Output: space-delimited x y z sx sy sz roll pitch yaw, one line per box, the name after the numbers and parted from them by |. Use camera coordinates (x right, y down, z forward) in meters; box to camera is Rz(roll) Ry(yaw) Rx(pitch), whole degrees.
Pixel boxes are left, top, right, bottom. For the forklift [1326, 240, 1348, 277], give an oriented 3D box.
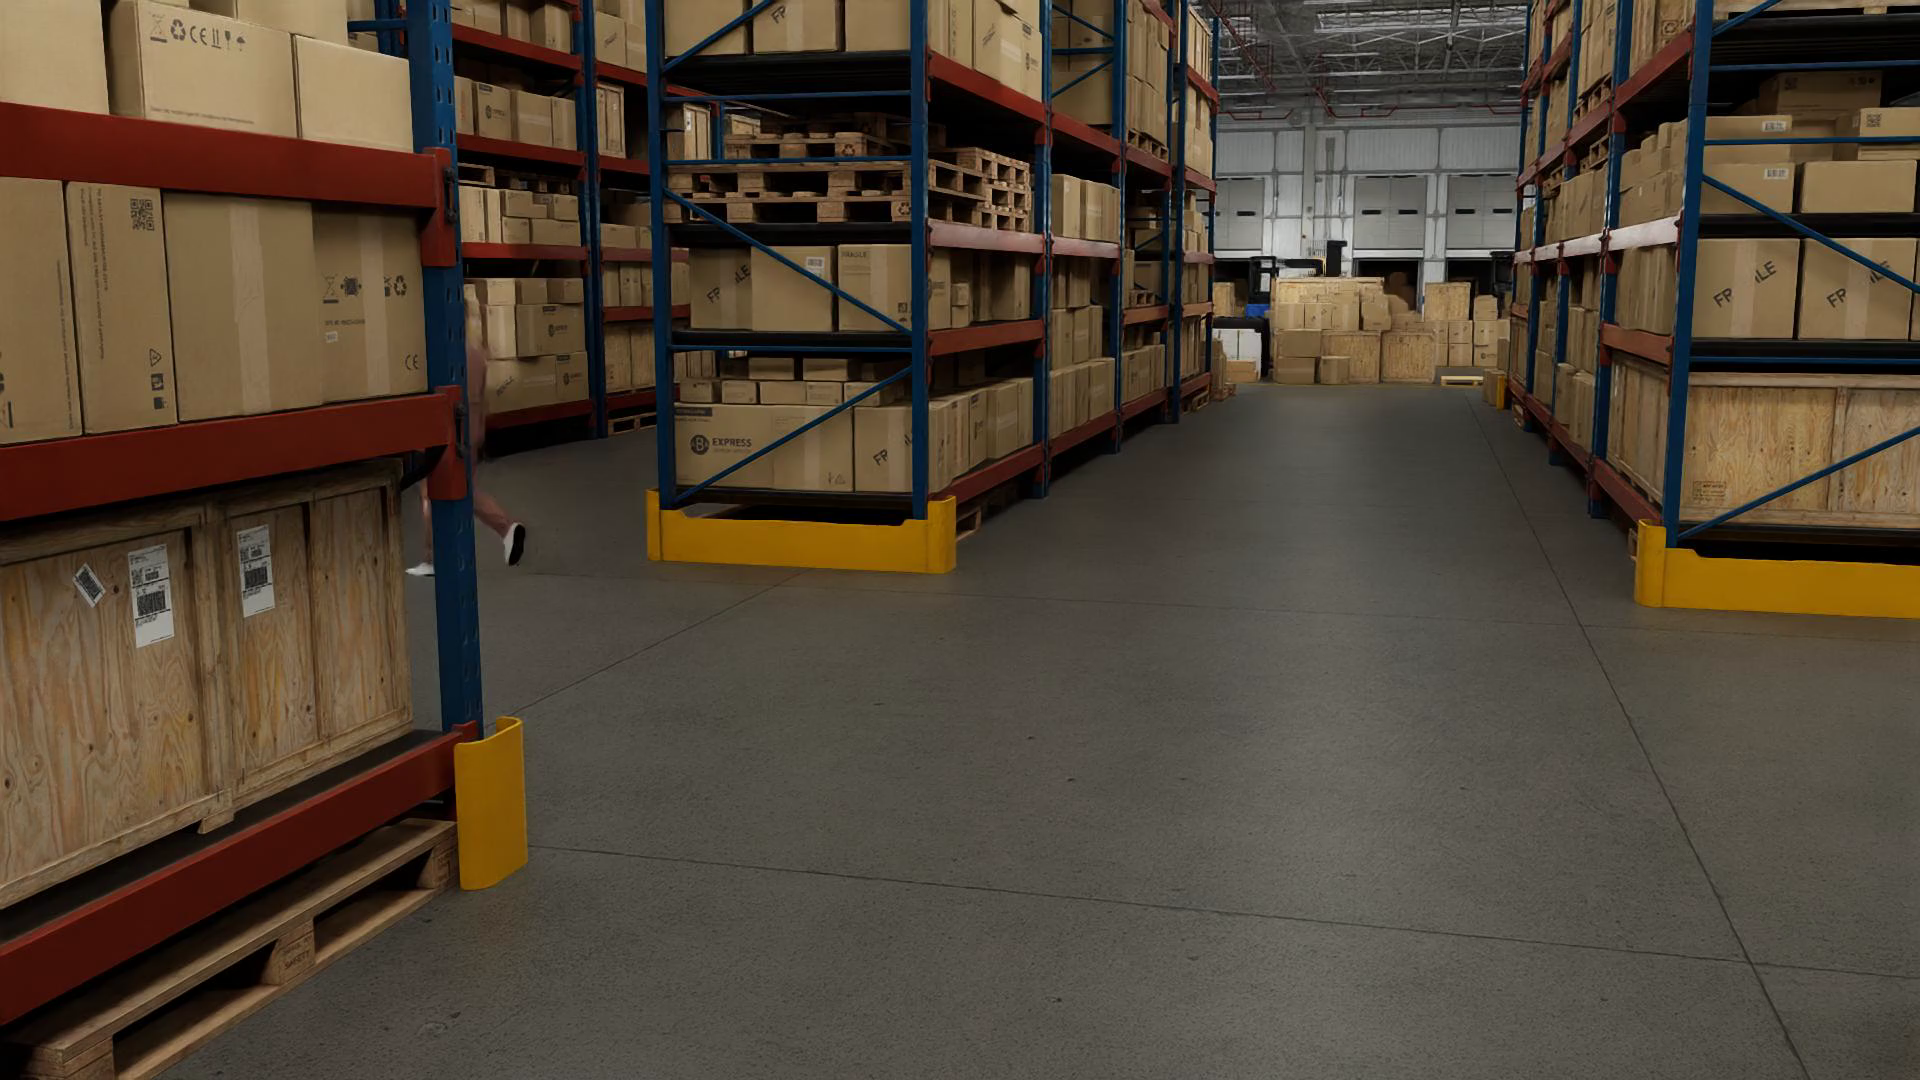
8.059 -5.052 35.868 1.873 2.768 1.129 2 9 14 | forklift

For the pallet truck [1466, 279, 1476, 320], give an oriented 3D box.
18.896 -8.459 60.307 1.885 1.965 0.823 5 10 31 | pallet truck

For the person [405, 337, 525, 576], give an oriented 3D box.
-3.395 -0.677 11.242 0.731 1.878 0.664 2 9 15 | person

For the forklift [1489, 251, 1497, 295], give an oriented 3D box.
16.070 -7.134 49.097 1.129 2.768 1.873 -1 9 -4 | forklift

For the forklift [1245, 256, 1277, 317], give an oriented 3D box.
10.975 -8.911 60.386 1.129 2.768 1.873 2 9 15 | forklift
